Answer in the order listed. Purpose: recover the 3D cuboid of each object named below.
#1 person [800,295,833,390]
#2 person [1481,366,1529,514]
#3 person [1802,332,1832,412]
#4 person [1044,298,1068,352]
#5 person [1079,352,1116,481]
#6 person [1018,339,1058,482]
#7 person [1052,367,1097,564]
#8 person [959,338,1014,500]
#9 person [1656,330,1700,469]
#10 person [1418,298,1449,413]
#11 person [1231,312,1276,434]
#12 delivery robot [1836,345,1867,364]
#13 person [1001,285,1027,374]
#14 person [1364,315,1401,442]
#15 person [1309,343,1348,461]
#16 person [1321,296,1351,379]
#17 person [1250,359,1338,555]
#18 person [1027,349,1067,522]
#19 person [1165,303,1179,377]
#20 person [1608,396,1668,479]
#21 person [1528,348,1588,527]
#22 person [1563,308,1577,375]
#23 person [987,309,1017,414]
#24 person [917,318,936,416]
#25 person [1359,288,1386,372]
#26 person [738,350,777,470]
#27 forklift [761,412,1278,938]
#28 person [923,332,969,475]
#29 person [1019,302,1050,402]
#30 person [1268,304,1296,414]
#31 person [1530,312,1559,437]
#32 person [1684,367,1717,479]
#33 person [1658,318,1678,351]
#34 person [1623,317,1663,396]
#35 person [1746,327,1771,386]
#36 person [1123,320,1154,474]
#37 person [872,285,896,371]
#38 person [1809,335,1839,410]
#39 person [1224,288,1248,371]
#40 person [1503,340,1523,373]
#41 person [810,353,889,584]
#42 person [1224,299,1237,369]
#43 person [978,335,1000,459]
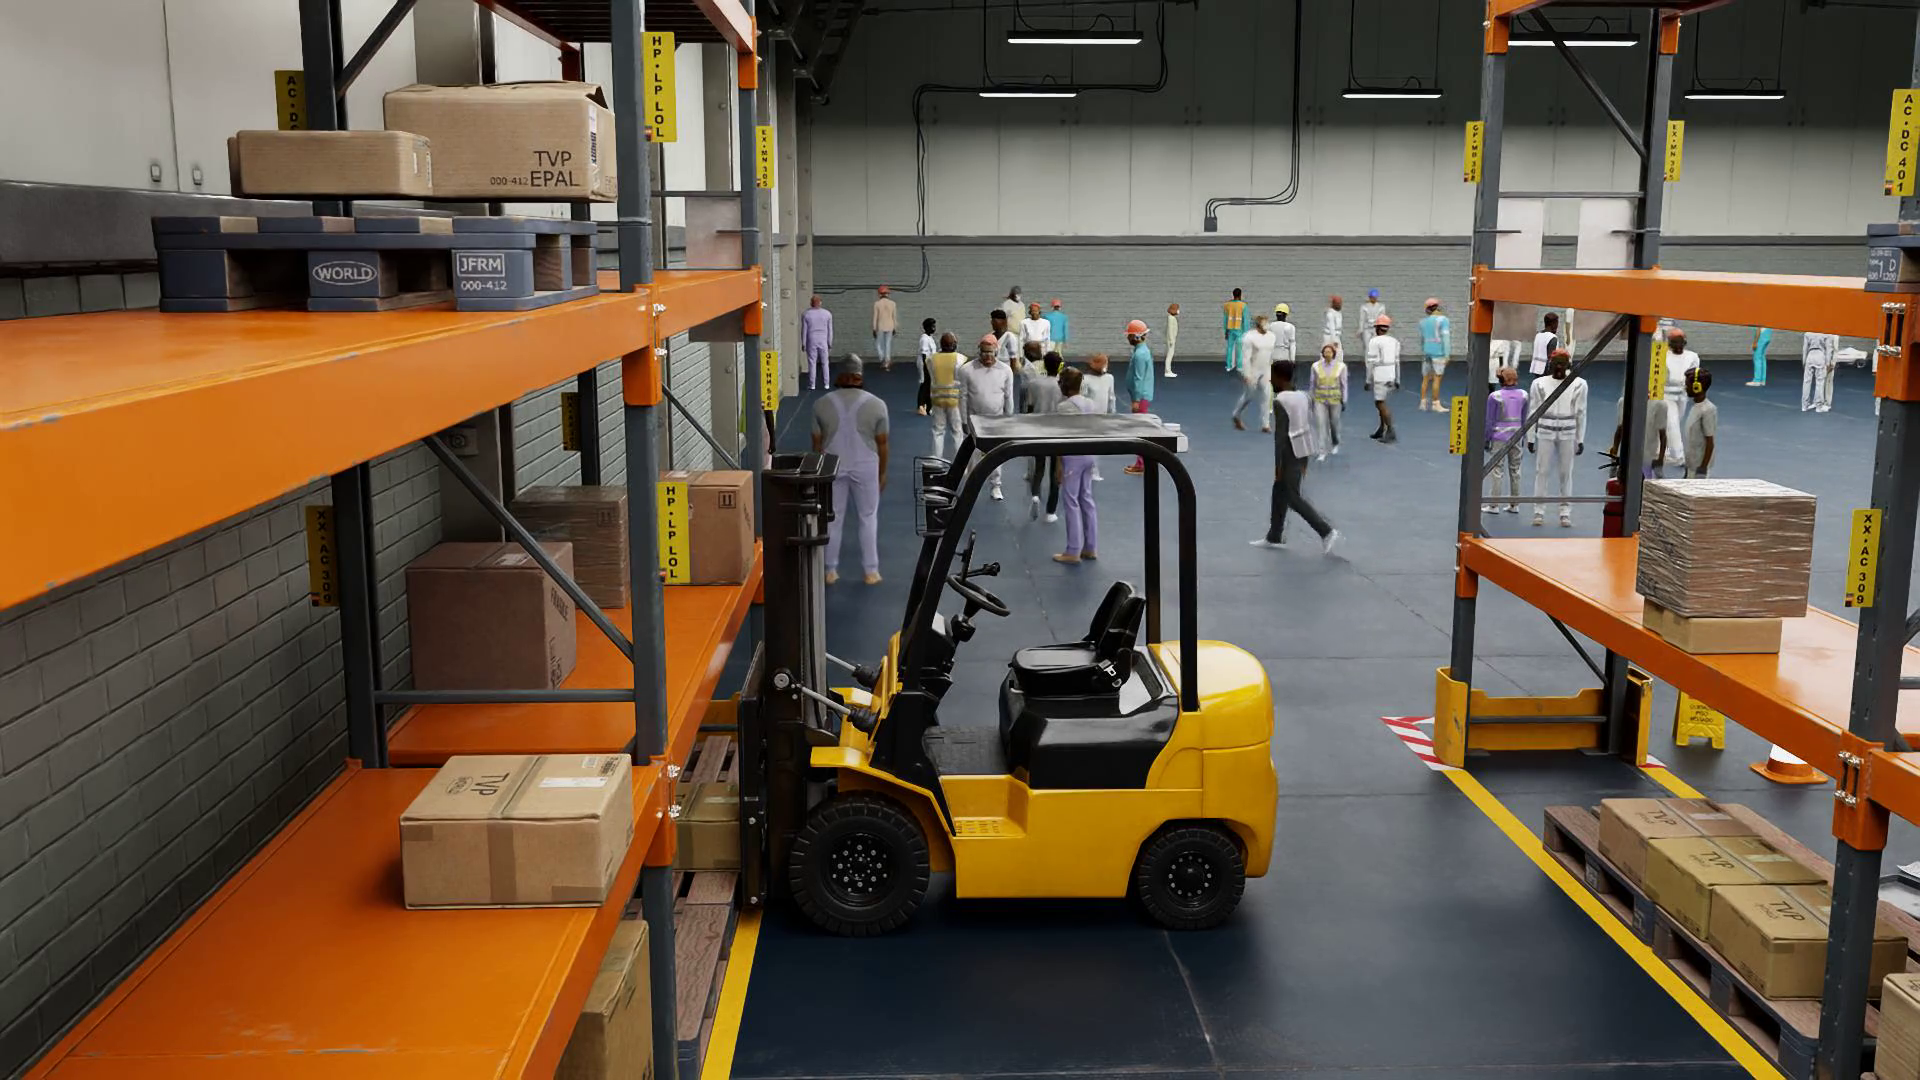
[{"bbox_3d":[-2.911,-3.988,33.668,0.665,1.907,0.402,-3,11,-16],"label":"person"},{"bbox_3d":[5.999,-1.092,18.293,0.515,1.634,0.312,-3,11,-15],"label":"person"},{"bbox_3d":[15.141,-3.140,29.379,0.311,1.744,0.486,-7,13,-35],"label":"person"},{"bbox_3d":[2.129,-4.501,36.993,0.568,1.731,0.707,-3,11,-16],"label":"person"},{"bbox_3d":[1.686,-1.579,21.054,0.501,1.609,0.657,-6,12,-30],"label":"person"},{"bbox_3d":[0.980,-1.574,20.494,0.556,1.807,0.746,-4,11,-20],"label":"person"},{"bbox_3d":[1.067,-0.702,15.574,0.367,1.834,0.520,9,13,40],"label":"person"},{"bbox_3d":[0.305,-1.391,19.247,0.634,1.892,0.394,0,10,-3],"label":"person"},{"bbox_3d":[9.544,-1.877,22.127,0.667,1.831,0.961,0,10,1],"label":"person"},{"bbox_3d":[8.389,-3.237,29.271,0.395,1.997,0.772,-7,12,-35],"label":"person"},{"bbox_3d":[4.624,-2.632,26.130,0.644,1.906,0.932,-5,11,-25],"label":"person"},{"bbox_3d":[20.912,-4.334,39.082,0.707,0.478,0.477,5,11,26],"label":"delivery robot"},{"bbox_3d":[1.249,-4.722,37.365,0.691,2.000,0.611,-10,14,-44],"label":"person"},{"bbox_3d":[6.415,-2.418,24.961,0.565,1.903,0.732,-6,12,-30],"label":"person"},{"bbox_3d":[5.085,-1.921,22.955,0.523,1.618,0.686,3,11,16],"label":"person"},{"bbox_3d":[8.082,-4.342,35.849,0.834,1.827,0.619,10,14,43],"label":"person"},{"bbox_3d":[3.254,-0.800,16.002,0.868,1.880,0.638,6,12,31],"label":"person"},{"bbox_3d":[0.934,-1.089,17.633,0.556,1.854,0.481,3,11,15],"label":"person"},{"bbox_3d":[4.711,-4.433,36.923,0.279,1.627,0.499,2,10,12],"label":"person"},{"bbox_3d":[6.333,-0.723,15.568,0.309,1.868,0.533,-9,13,-40],"label":"person"},{"bbox_3d":[6.280,-1.076,17.513,0.579,1.880,0.339,3,11,18],"label":"person"},{"bbox_3d":[13.258,-4.394,36.079,0.329,1.844,0.509,7,13,36],"label":"person"},{"bbox_3d":[0.593,-2.541,25.423,0.603,1.966,0.367,9,14,41],"label":"person"},{"bbox_3d":[-0.579,-2.984,28.671,0.323,1.688,0.532,2,10,13],"label":"person"},{"bbox_3d":[9.473,-4.821,38.228,0.591,1.926,0.488,0,10,1],"label":"person"},{"bbox_3d":[-2.158,-1.116,17.862,0.389,1.837,0.560,-7,12,-34],"label":"person"},{"bbox_3d":[0.291,0.548,7.580,2.313,2.155,1.214,0,10,-2],"label":"forklift"},{"bbox_3d":[-0.146,-1.732,21.265,0.634,1.841,0.429,3,11,16],"label":"person"},{"bbox_3d":[1.364,-3.395,30.411,0.585,1.882,0.344,0,10,-1],"label":"person"},{"bbox_3d":[5.555,-3.136,28.871,0.585,1.920,0.374,7,12,34],"label":"person"},{"bbox_3d":[8.975,-2.533,25.546,0.397,1.911,0.587,-1,10,-5],"label":"person"},{"bbox_3d":[6.671,-0.634,15.093,0.329,1.863,0.513,2,10,12],"label":"person"},{"bbox_3d":[17.020,-5.101,40.056,0.404,1.829,0.600,-6,12,-29],"label":"person"},{"bbox_3d":[13.030,-3.507,31.284,0.999,1.796,0.579,5,11,27],"label":"person"},{"bbox_3d":[16.626,-4.108,34.529,0.517,1.836,0.348,-10,14,-43],"label":"person"},{"bbox_3d":[2.295,-1.841,21.489,0.405,1.987,0.608,2,10,8],"label":"person"},{"bbox_3d":[-1.767,-4.910,38.575,0.634,1.978,0.419,-5,11,-25],"label":"person"},{"bbox_3d":[15.393,-3.128,29.608,0.312,1.639,0.512,-2,10,-12],"label":"person"},{"bbox_3d":[6.382,-4.865,38.501,0.595,1.918,0.386,7,12,34],"label":"person"},{"bbox_3d":[12.492,-4.672,37.566,0.610,1.864,0.646,7,12,35],"label":"person"},{"bbox_3d":[-0.953,-0.638,14.614,0.688,2.000,0.536,0,10,3],"label":"person"},{"bbox_3d":[6.447,-4.849,39.189,0.310,1.642,0.514,10,14,43],"label":"person"},{"bbox_3d":[0.363,-1.918,22.594,0.385,1.738,0.566,4,11,23],"label":"person"}]
